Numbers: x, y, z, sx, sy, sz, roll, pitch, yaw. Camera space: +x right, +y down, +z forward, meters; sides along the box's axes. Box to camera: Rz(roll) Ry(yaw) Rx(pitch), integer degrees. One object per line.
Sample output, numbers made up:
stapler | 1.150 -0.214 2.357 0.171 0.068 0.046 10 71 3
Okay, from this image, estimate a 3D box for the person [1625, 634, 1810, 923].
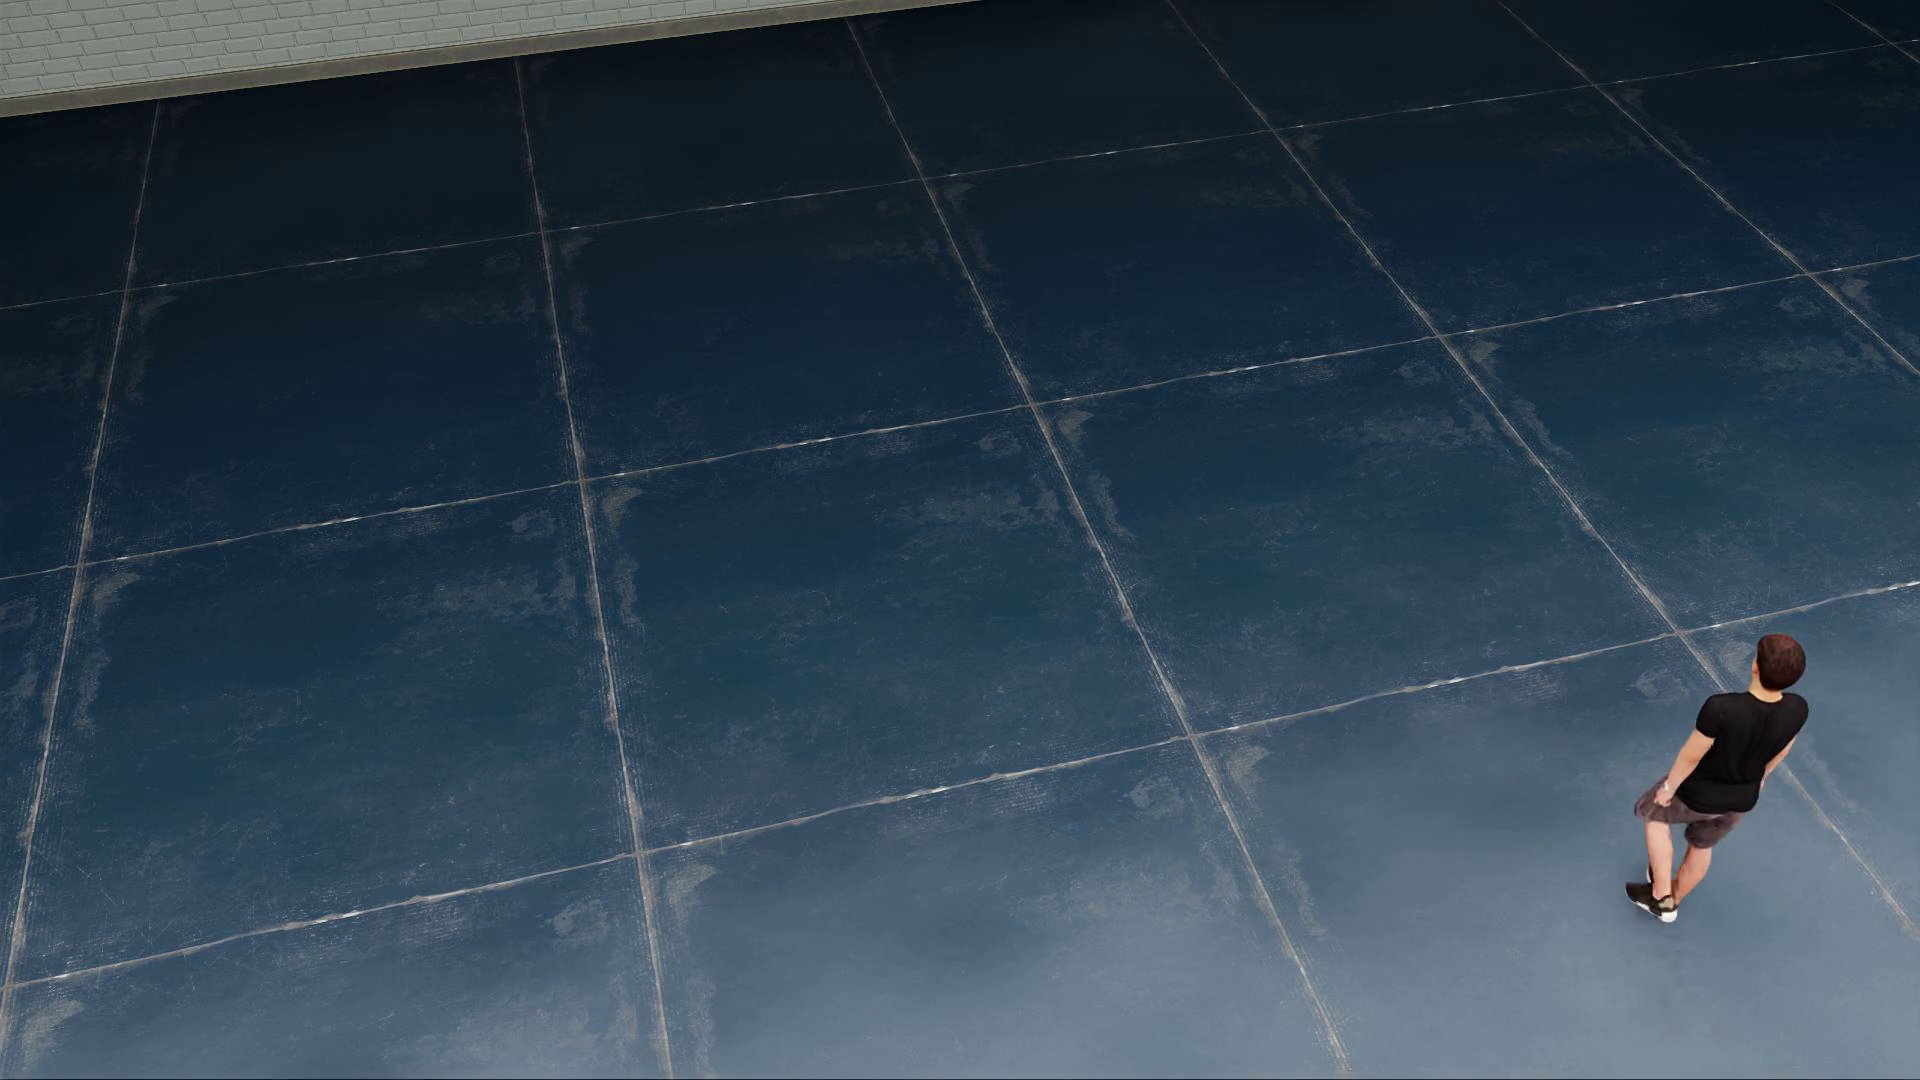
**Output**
person | 3.454 1.184 7.563 0.743 1.850 0.717 -2 43 -2
